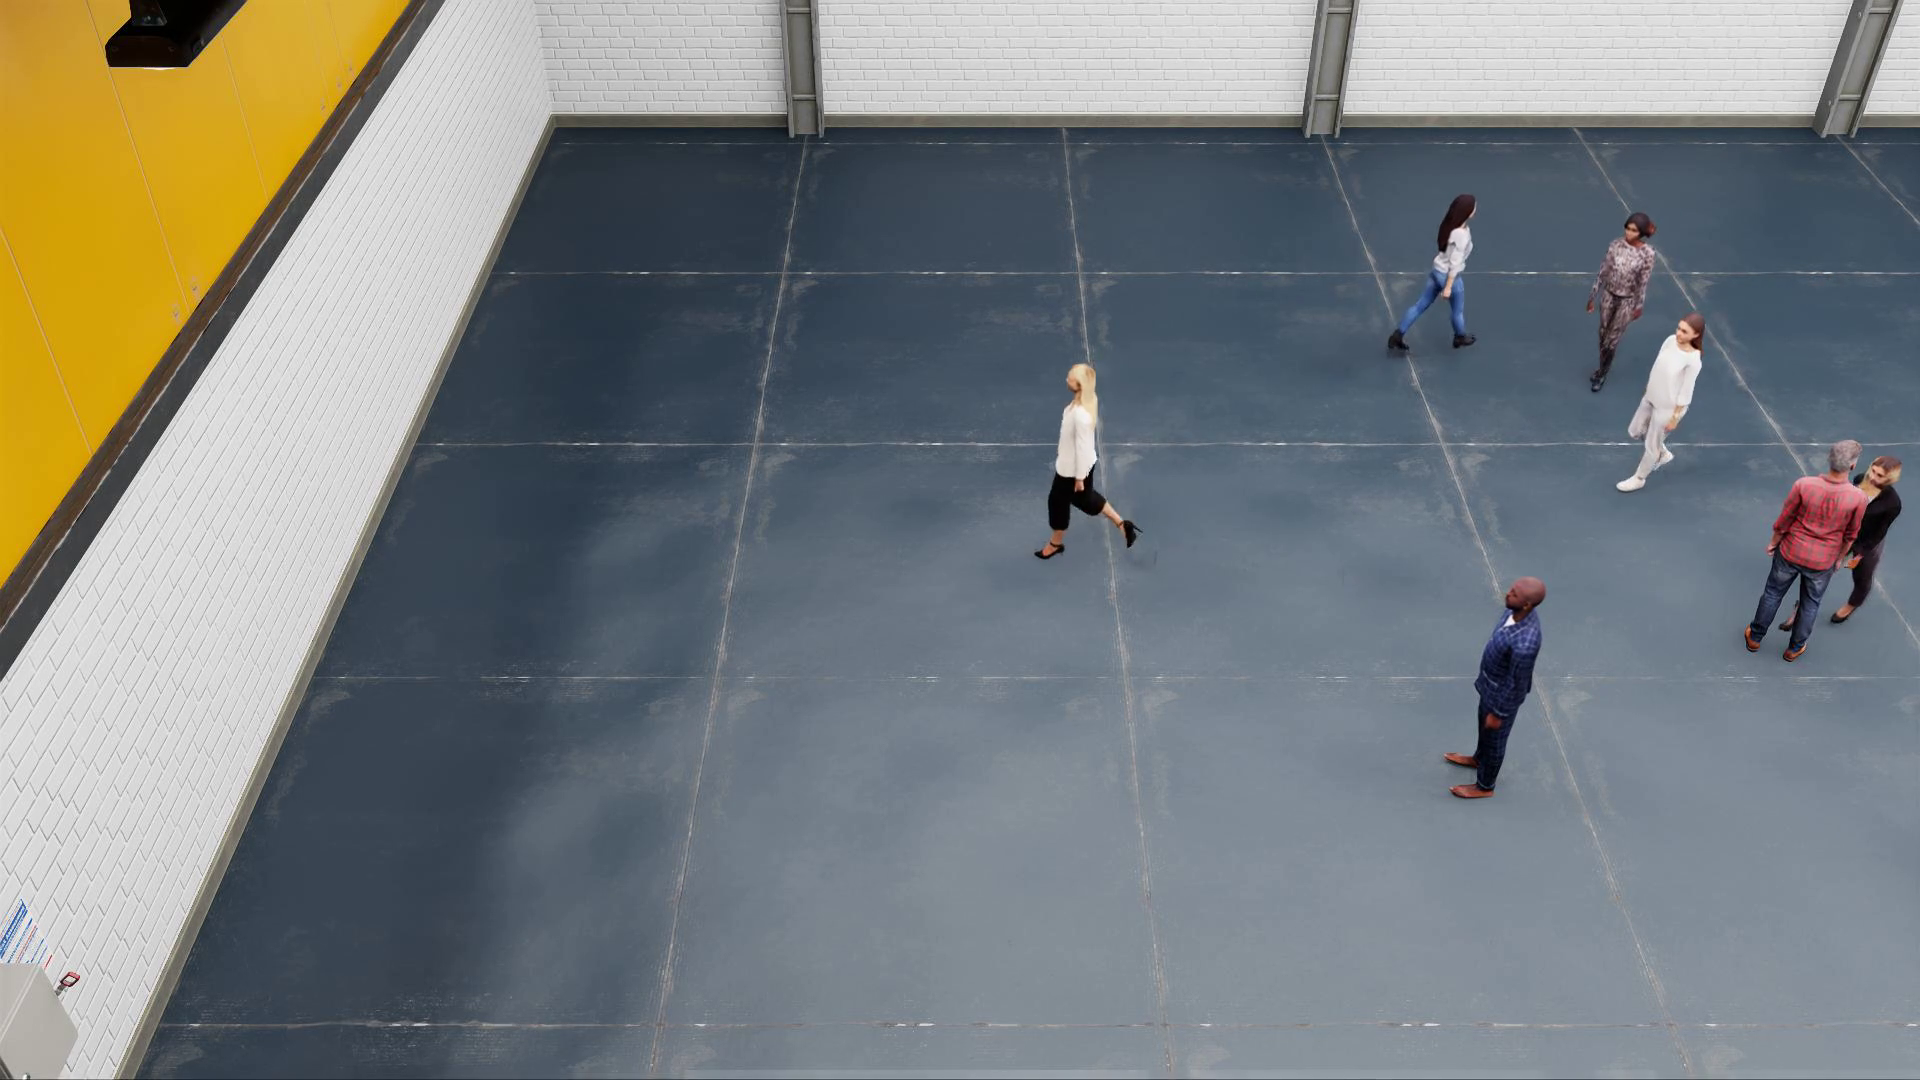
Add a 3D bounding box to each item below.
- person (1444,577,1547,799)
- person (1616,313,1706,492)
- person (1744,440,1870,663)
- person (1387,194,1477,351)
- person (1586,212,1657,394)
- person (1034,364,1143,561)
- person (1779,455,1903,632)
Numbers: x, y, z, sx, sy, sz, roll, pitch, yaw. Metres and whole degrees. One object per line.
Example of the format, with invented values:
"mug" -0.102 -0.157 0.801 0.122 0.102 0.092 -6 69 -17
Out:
"person" 3.532 0.942 10.829 0.642 1.819 0.687 5 39 6
"person" 5.786 -1.134 13.538 0.834 1.682 0.739 -10 40 -13
"person" 6.068 0.082 11.898 0.685 1.830 0.826 19 42 22
"person" 4.341 -2.377 15.173 1.149 1.584 0.759 -7 39 -9
"person" 5.903 -2.149 14.796 0.828 1.698 0.768 -32 48 -33
"person" 0.977 -0.551 12.686 1.107 1.835 0.753 6 39 8
"person" 6.603 0.031 12.122 0.982 1.629 0.806 -13 40 -16
